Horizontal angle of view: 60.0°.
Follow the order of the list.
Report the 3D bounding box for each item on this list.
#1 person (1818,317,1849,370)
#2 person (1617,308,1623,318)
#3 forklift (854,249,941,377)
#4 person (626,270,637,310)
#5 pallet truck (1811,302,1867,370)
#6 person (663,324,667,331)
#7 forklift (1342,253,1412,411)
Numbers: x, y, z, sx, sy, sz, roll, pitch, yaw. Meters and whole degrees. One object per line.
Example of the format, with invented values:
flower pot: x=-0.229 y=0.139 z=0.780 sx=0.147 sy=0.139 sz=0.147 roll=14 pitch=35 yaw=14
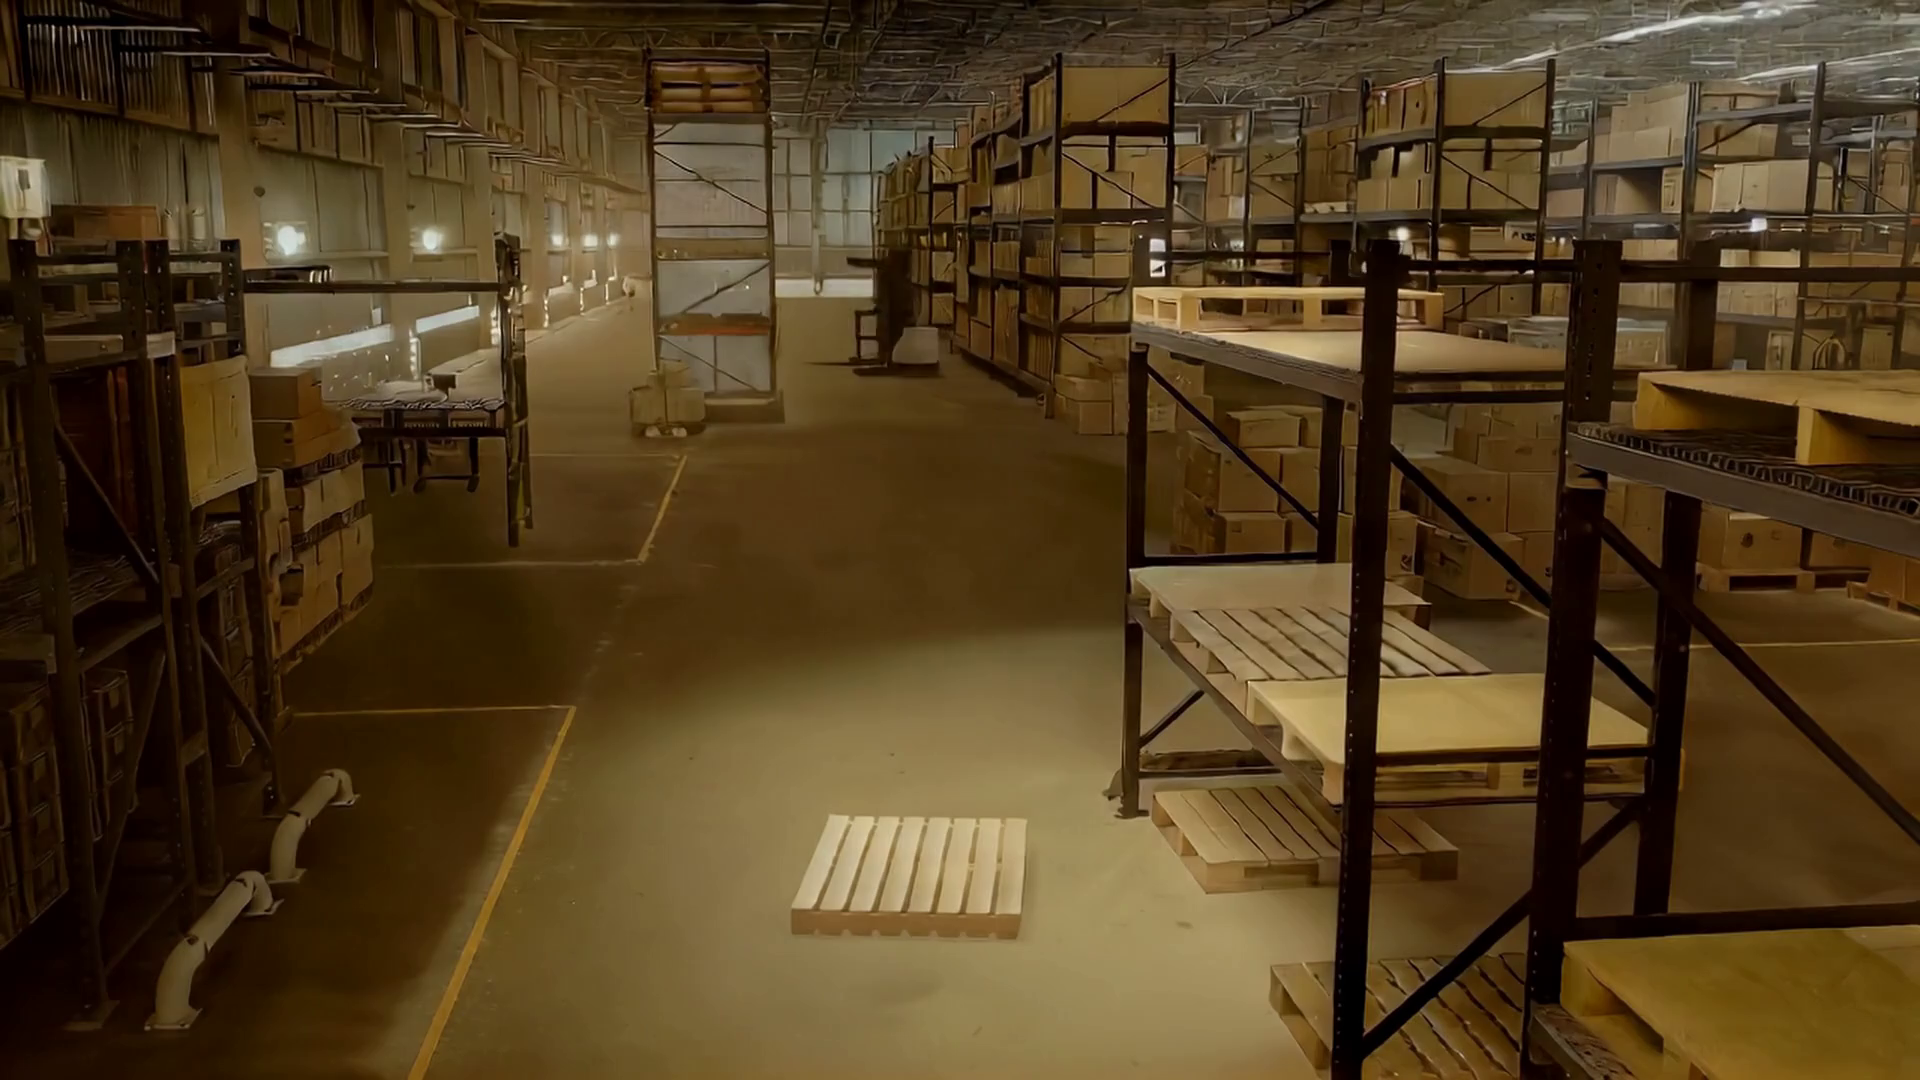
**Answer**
person: x=12.867 y=-2.339 z=24.599 sx=0.389 sy=1.910 sz=0.590 roll=7 pitch=12 yaw=32
person: x=11.590 y=-3.190 z=29.489 sx=0.633 sy=1.842 sz=0.429 roll=9 pitch=14 yaw=42
forklift: x=-1.409 y=-5.044 z=36.882 sx=1.873 sy=2.768 sz=1.129 roll=-1 pitch=10 yaw=-6
person: x=-14.205 y=-10.795 z=71.932 sx=0.480 sy=1.734 sz=0.333 roll=-8 pitch=13 yaw=-36
pallet truck: x=15.846 y=-3.142 z=28.793 sx=1.885 sy=1.965 sz=0.823 roll=2 pitch=10 yaw=12
person: x=-9.267 y=-7.415 z=52.939 sx=0.588 sy=1.824 sz=0.654 roll=-2 pitch=10 yaw=-12
forklift: x=6.602 y=-3.145 z=26.360 sx=1.129 sy=2.768 sz=1.873 roll=-1 pitch=10 yaw=-6
